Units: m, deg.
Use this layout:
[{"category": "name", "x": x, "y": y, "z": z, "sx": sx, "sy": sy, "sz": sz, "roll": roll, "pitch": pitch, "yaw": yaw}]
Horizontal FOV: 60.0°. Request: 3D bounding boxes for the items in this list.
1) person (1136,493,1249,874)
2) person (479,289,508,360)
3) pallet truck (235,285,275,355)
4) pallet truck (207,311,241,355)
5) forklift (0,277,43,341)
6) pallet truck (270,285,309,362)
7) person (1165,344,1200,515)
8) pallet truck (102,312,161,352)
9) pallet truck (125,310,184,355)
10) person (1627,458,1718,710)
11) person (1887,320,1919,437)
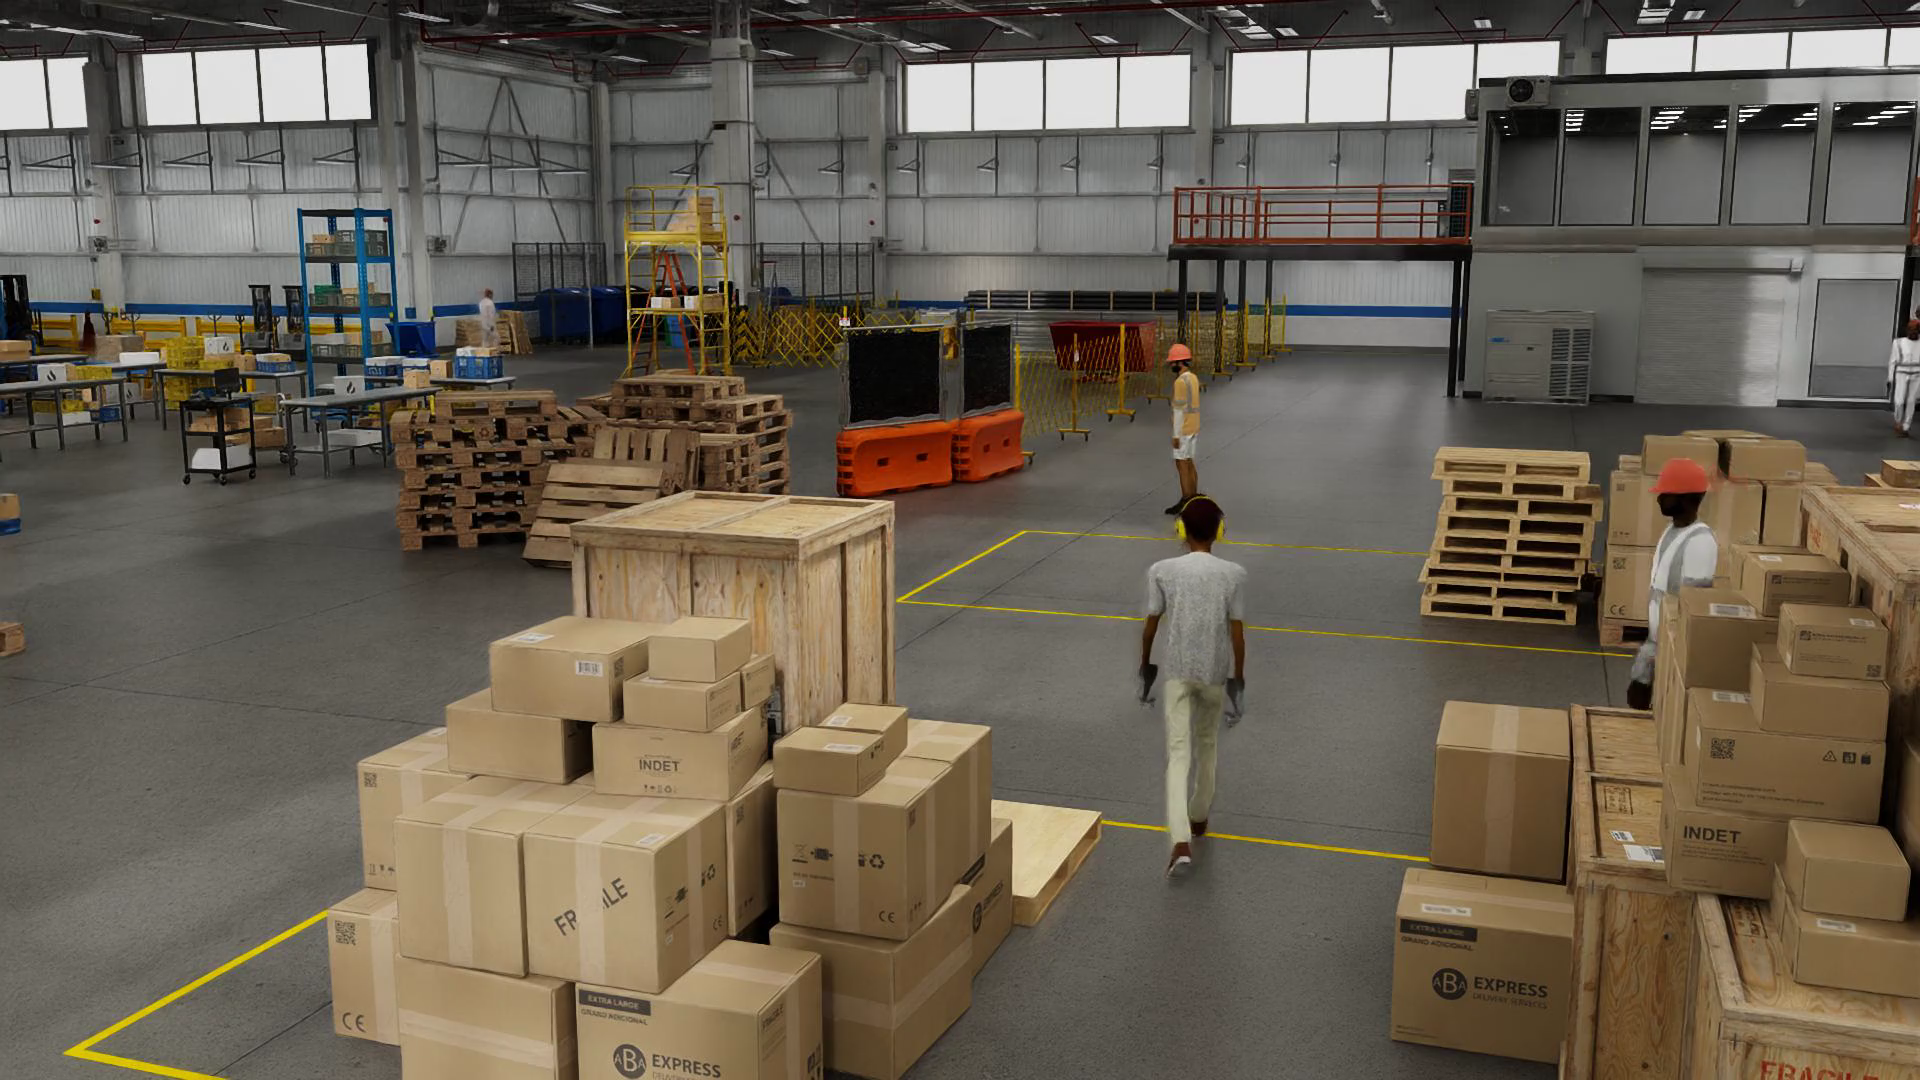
[{"category": "person", "x": 1.142, "y": 0.687, "z": 8.184, "sx": 0.536, "sy": 1.830, "sz": 0.964, "roll": 1, "pitch": 10, "yaw": 5}, {"category": "person", "x": -12.269, "y": -5.638, "z": 43.641, "sx": 0.780, "sy": 1.876, "sz": 0.663, "roll": -9, "pitch": 13, "yaw": -41}, {"category": "pallet truck", "x": -18.327, "y": -5.835, "z": 44.421, "sx": 0.823, "sy": 1.965, "sz": 1.885, "roll": 4, "pitch": 11, "yaw": 23}, {"category": "pallet truck", "x": -19.537, "y": -5.575, "z": 44.913, "sx": 0.653, "sy": 1.274, "sz": 1.630, "roll": 3, "pitch": 11, "yaw": 19}, {"category": "forklift", "x": -27.151, "y": -6.329, "z": 46.328, "sx": 1.157, "sy": 1.987, "sz": 2.680, "roll": 3, "pitch": 11, "yaw": 17}, {"category": "pallet truck", "x": -17.147, "y": -5.700, "z": 43.663, "sx": 0.823, "sy": 1.965, "sz": 1.885, "roll": 3, "pitch": 11, "yaw": 17}, {"category": "person", "x": 2.498, "y": -1.245, "z": 18.784, "sx": 0.400, "sy": 1.928, "sz": 0.544, "roll": 5, "pitch": 11, "yaw": 26}, {"category": "pallet truck", "x": -23.057, "y": -5.777, "z": 46.261, "sx": 0.680, "sy": 1.201, "sz": 1.601, "roll": 3, "pitch": 11, "yaw": 19}, {"category": "pallet truck", "x": -22.038, "y": -5.665, "z": 45.457, "sx": 0.704, "sy": 1.261, "sz": 1.522, "roll": 3, "pitch": 11, "yaw": 17}, {"category": "person", "x": 3.969, "y": 0.499, "z": 9.030, "sx": 0.932, "sy": 1.907, "sz": 0.553, "roll": 1, "pitch": 10, "yaw": 4}, {"category": "person", "x": 14.917, "y": -2.515, "z": 26.107, "sx": 0.612, "sy": 1.856, "sz": 0.803, "roll": 5, "pitch": 11, "yaw": 25}]
